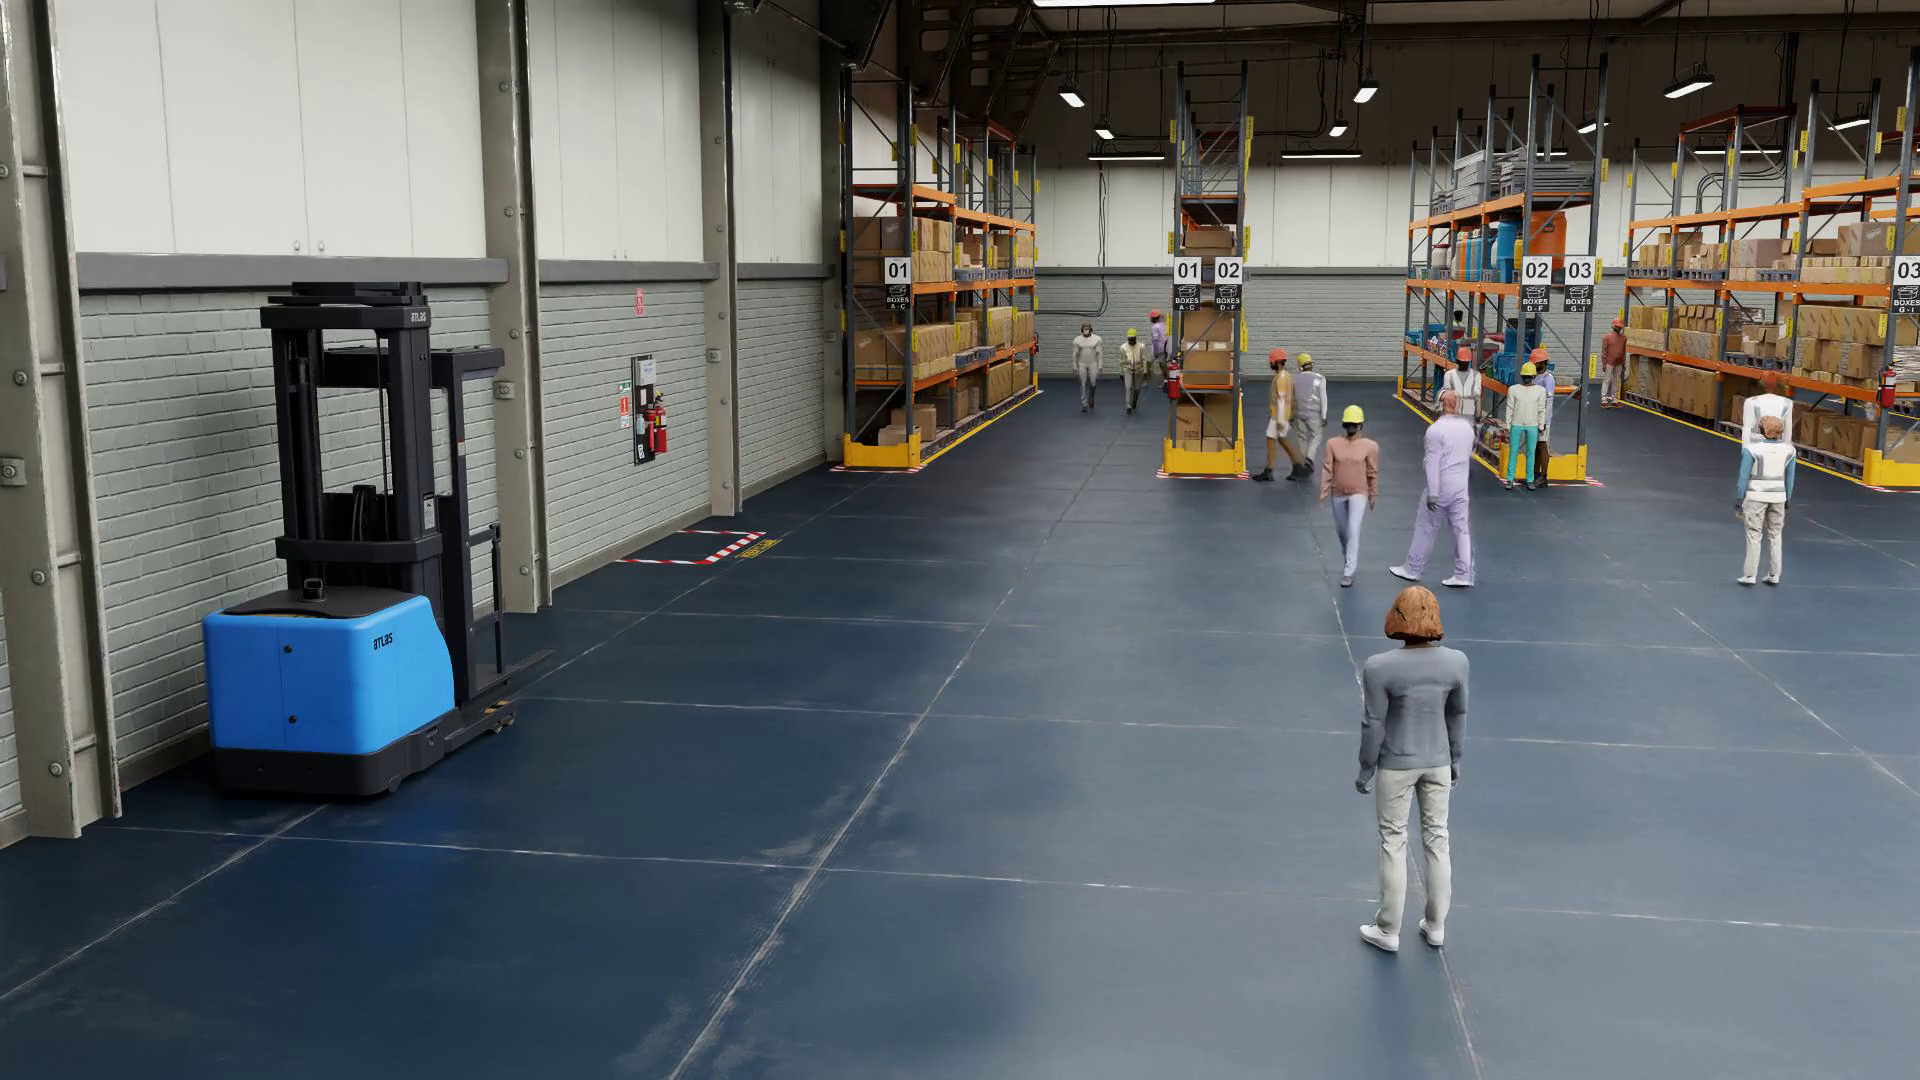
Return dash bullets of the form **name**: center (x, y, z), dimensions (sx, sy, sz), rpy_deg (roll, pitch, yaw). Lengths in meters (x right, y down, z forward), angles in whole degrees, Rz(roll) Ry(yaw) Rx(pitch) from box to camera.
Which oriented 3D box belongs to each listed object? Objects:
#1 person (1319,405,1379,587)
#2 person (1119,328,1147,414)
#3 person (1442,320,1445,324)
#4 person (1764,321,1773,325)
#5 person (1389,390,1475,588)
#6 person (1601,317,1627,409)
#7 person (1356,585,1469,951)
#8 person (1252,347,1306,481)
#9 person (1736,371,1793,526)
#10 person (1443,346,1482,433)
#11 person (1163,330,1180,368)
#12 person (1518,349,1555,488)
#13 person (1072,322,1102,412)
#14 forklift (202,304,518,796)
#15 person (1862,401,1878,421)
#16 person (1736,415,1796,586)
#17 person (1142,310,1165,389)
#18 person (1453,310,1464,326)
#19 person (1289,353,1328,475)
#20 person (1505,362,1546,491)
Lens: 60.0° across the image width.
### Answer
- **person**: center (3.805, -0.465, 16.199), dimensions (0.525, 1.736, 0.835), rpy_deg (5, 10, 27)
- **person**: center (3.672, -3.613, 35.371), dimensions (0.593, 1.804, 0.702), rpy_deg (0, 9, -1)
- **person**: center (11.955, -4.488, 40.763), dimensions (0.758, 1.809, 0.603), rpy_deg (-1, 9, -7)
- **person**: center (17.278, -3.720, 35.631), dimensions (0.629, 1.937, 0.378), rpy_deg (6, 11, 33)
- **person**: center (4.574, -0.498, 15.949), dimensions (0.671, 1.866, 0.913), rpy_deg (-6, 11, -33)
- **person**: center (14.346, -3.888, 36.479), dimensions (0.612, 1.996, 0.376), rpy_deg (-3, 10, -17)
- **person**: center (2.001, 1.010, 7.387), dimensions (0.497, 1.633, 0.283), rpy_deg (-2, 9, -11)
- **person**: center (4.607, -1.797, 23.879), dimensions (0.616, 1.946, 0.557), rpy_deg (4, 10, 21)
- **person**: center (9.551, -1.085, 19.723), dimensions (0.593, 1.833, 1.007), rpy_deg (1, 9, 6)
- **person**: center (7.442, -1.926, 24.693), dimensions (0.556, 1.906, 0.785), rpy_deg (2, 9, 11)
- **person**: center (5.364, -4.689, 41.848), dimensions (0.558, 1.848, 0.539), rpy_deg (4, 10, 23)
- **person**: center (8.069, -1.706, 23.228), dimensions (0.372, 1.929, 0.543), rpy_deg (0, 9, -1)
- **person**: center (2.717, -3.707, 35.590), dimensions (0.656, 1.922, 0.445), rpy_deg (1, 9, 6)
- **forklift**: center (-3.673, -0.038, 10.147), dimensions (1.129, 2.768, 1.873), rpy_deg (1, 9, 9)
- **person**: center (16.476, -2.675, 30.162), dimensions (0.550, 1.603, 0.768), rpy_deg (1, 9, 5)
- **person**: center (7.706, -0.373, 15.914), dimensions (0.518, 1.639, 0.339), rpy_deg (0, 9, -2)
- **person**: center (4.925, -4.860, 42.463), dimensions (0.937, 2.005, 0.636), rpy_deg (6, 11, 31)
- **person**: center (13.298, -5.187, 44.582), dimensions (0.362, 1.963, 0.613), rpy_deg (-4, 10, -21)
- **person**: center (5.132, -1.852, 24.540), dimensions (0.616, 1.794, 0.419), rpy_deg (5, 11, 31)
- **person**: center (7.780, -1.566, 22.895), dimensions (0.523, 1.760, 0.327), rpy_deg (2, 9, 14)
